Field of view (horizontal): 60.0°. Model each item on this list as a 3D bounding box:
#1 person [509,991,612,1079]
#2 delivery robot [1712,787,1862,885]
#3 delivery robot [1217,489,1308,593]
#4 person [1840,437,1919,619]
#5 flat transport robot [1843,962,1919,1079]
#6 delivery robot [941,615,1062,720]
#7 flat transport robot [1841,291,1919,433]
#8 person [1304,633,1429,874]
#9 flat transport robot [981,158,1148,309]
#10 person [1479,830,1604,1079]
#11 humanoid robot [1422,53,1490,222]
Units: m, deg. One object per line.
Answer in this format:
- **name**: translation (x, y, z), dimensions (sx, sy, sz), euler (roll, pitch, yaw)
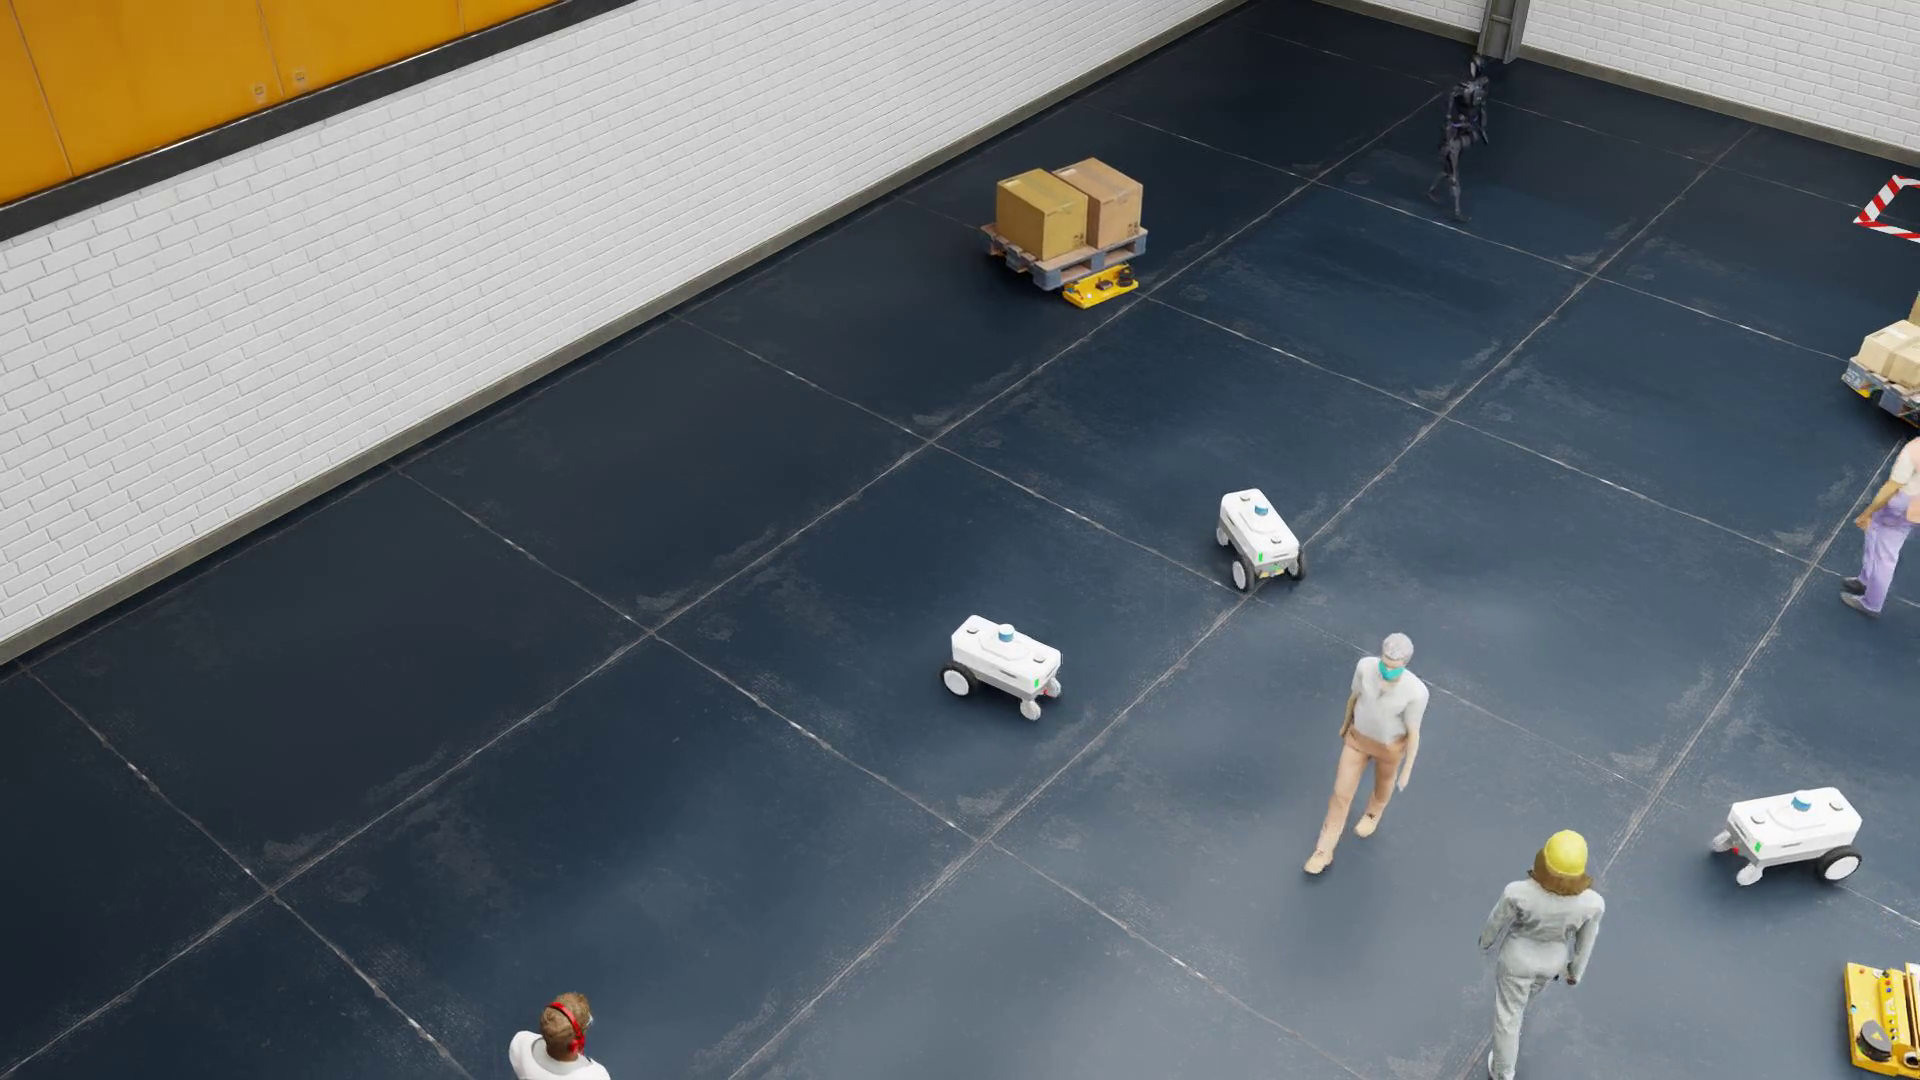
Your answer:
- **person**: translation (-1.749, 2.737, 7.645), dimensions (0.563, 1.833, 0.404), euler (20, 43, 23)
- **delivery robot**: translation (4.951, 1.728, 9.909), dimensions (0.784, 0.589, 0.499), euler (-7, 39, -9)
- **delivery robot**: translation (2.175, -0.006, 12.074), dimensions (0.499, 0.605, 0.781), euler (-11, 40, -13)
- **person**: translation (6.401, -0.265, 11.368), dimensions (0.603, 1.826, 0.561), euler (-21, 44, -24)
- **flat transport robot**: translation (5.563, 2.704, 8.930), dimensions (1.431, 0.231, 0.659), euler (12, 40, 14)
- **delivery robot**: translation (0.278, 0.811, 11.068), dimensions (0.804, 0.614, 0.499), euler (22, 44, 25)
- **flat transport robot**: translation (8.031, -1.079, 13.625), dimensions (0.659, 0.231, 1.431), euler (-14, 41, -17)
- **person**: translation (2.373, 1.228, 9.606), dimensions (0.500, 1.707, 0.879), euler (24, 45, 27)
- **flat transport robot**: translation (0.952, -2.612, 15.528), dimensions (0.659, 0.231, 1.431), euler (-25, 45, -28)
- **person**: translation (2.938, 2.052, 8.584), dimensions (0.507, 1.701, 0.848), euler (4, 39, 5)
- **humanoid robot**: translation (4.862, -3.917, 16.067), dimensions (0.600, 1.624, 0.799), euler (-22, 44, -25)
